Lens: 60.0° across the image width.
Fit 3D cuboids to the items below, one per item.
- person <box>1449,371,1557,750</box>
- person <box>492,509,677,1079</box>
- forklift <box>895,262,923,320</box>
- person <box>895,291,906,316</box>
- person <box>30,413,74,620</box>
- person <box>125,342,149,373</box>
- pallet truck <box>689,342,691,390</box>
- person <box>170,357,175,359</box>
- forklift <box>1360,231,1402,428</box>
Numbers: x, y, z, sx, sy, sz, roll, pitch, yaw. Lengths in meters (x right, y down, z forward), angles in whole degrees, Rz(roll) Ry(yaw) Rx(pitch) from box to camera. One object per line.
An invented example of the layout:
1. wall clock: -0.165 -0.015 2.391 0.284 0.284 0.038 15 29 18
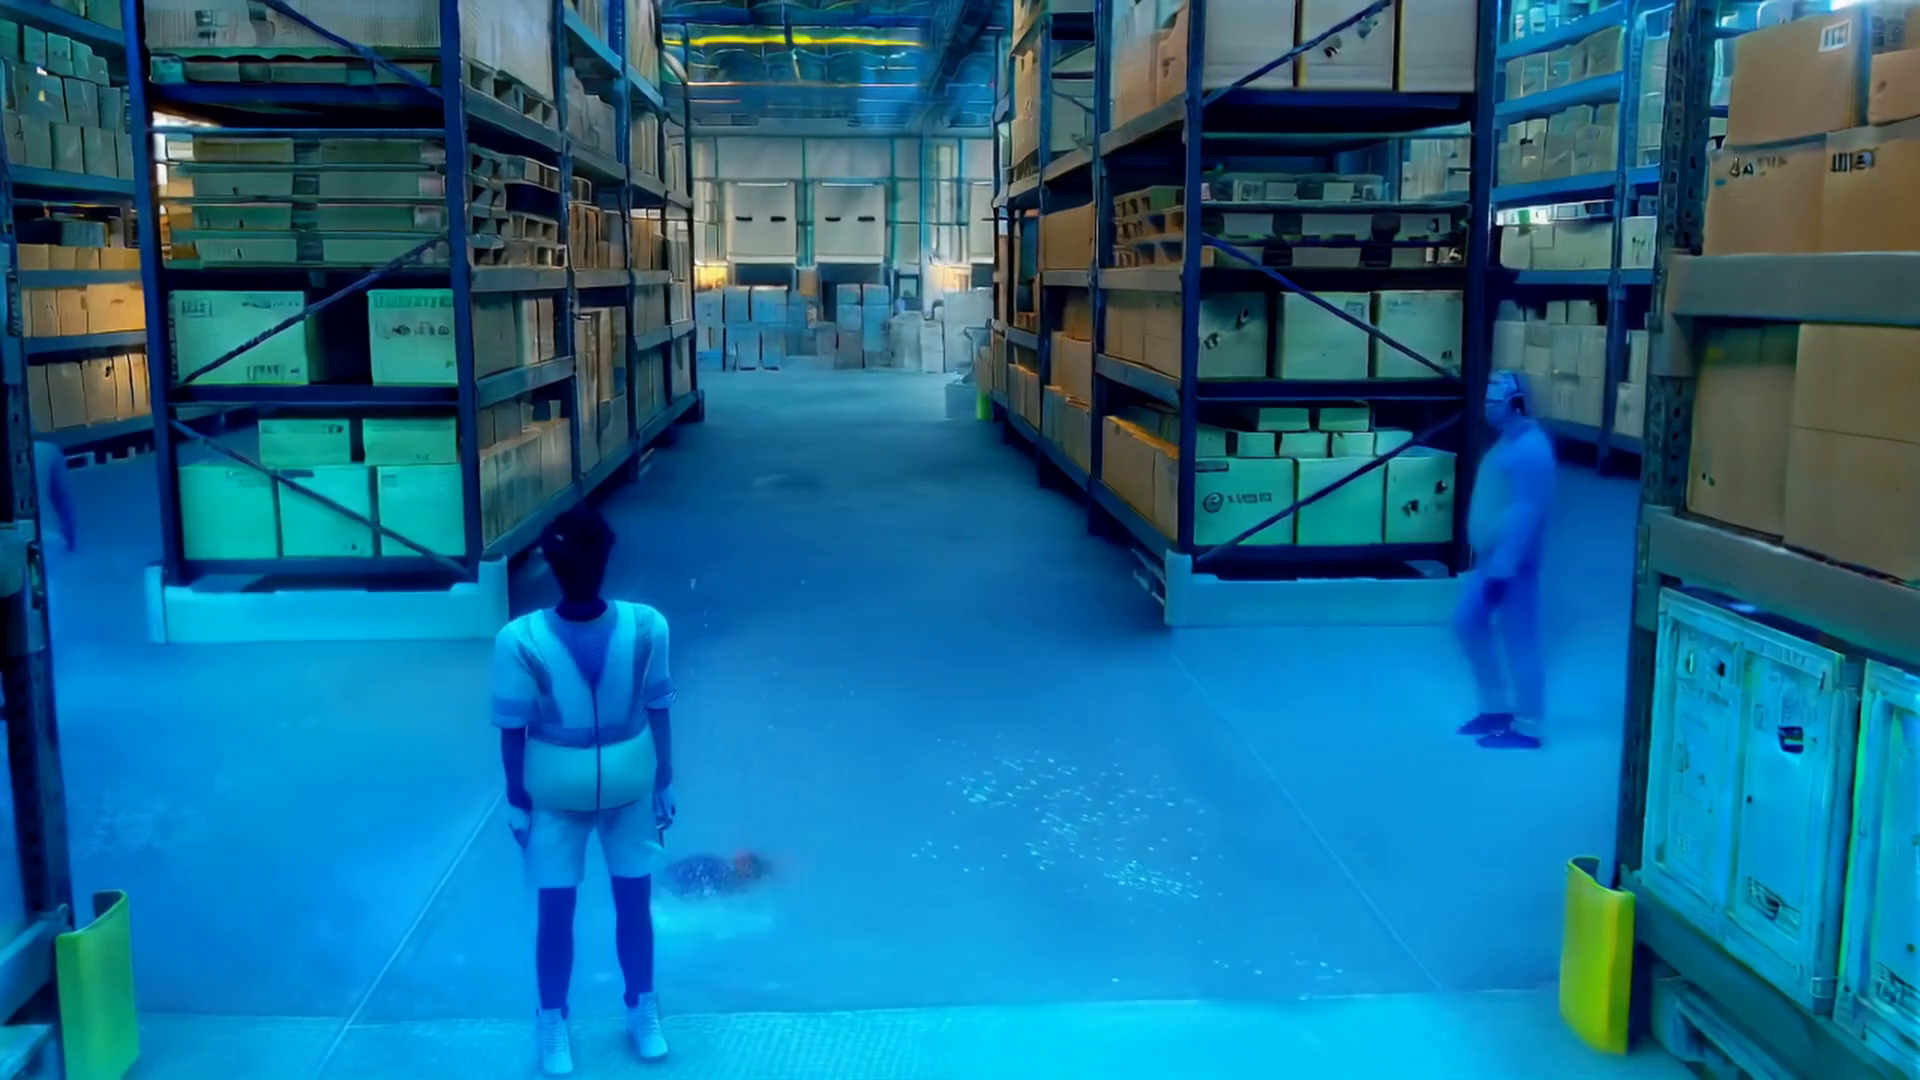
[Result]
1. person: 2.688 0.110 8.254 0.521 1.888 0.660 1 9 5
2. person: -1.092 0.744 4.895 0.530 1.690 0.319 -4 10 -22
3. forklift: -1.894 -8.807 61.131 1.129 2.768 1.873 -1 9 -4
4. person: -2.074 -7.465 55.965 0.966 1.831 0.609 -6 11 -33
5. person: -5.763 -0.055 10.206 0.842 1.585 0.519 9 13 43
6. person: -17.730 -4.326 35.855 0.612 1.965 0.362 1 9 5
7. pallet truck: -5.225 -3.008 27.480 1.885 1.965 0.823 2 9 14
8. person: -22.457 -5.996 46.649 0.762 1.883 0.491 1 9 5
9. forklift: 5.159 -1.976 18.236 1.129 2.768 1.873 -1 9 -4
